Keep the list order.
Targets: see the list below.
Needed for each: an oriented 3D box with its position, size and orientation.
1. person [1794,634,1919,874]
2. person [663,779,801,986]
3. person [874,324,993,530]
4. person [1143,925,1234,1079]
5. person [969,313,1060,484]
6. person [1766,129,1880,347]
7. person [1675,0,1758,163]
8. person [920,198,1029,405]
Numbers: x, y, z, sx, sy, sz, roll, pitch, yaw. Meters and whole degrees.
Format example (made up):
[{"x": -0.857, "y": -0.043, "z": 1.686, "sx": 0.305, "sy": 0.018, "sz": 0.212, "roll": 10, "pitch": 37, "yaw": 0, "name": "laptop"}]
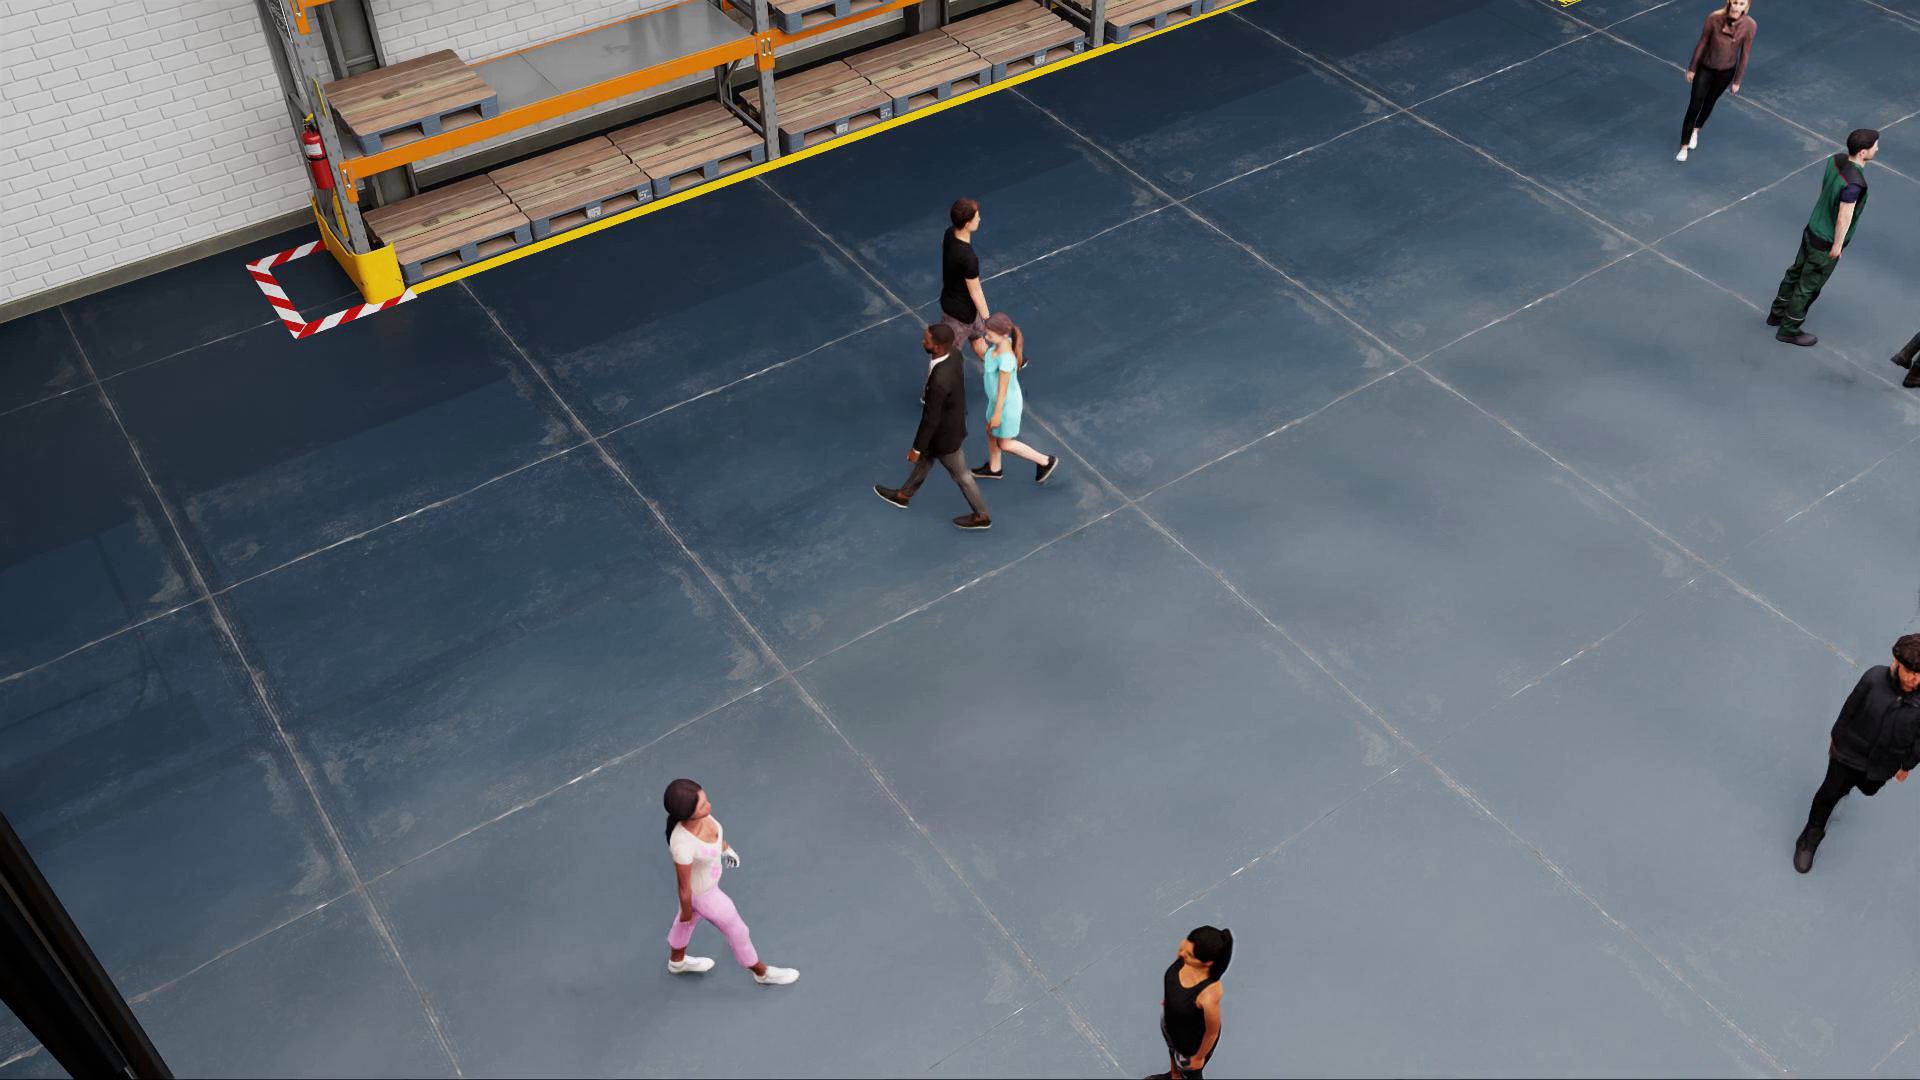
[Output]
[{"x": 5.361, "y": 1.160, "z": 9.753, "sx": 0.950, "sy": 1.752, "sz": 1.139, "roll": 18, "pitch": 46, "yaw": 18, "name": "person"}, {"x": -1.501, "y": 1.875, "z": 9.032, "sx": 1.071, "sy": 1.712, "sz": 0.886, "roll": -4, "pitch": 44, "yaw": -4, "name": "person"}, {"x": -0.011, "y": -0.749, "z": 11.752, "sx": 1.213, "sy": 1.759, "sz": 1.135, "roll": 6, "pitch": 44, "yaw": 6, "name": "person"}, {"x": 1.171, "y": 2.458, "z": 8.457, "sx": 0.603, "sy": 1.662, "sz": 0.642, "roll": -12, "pitch": 45, "yaw": -12, "name": "person"}, {"x": 0.389, "y": -1.013, "z": 12.186, "sx": 0.980, "sy": 1.544, "sz": 0.850, "roll": -1, "pitch": 44, "yaw": -1, "name": "person"}, {"x": 7.005, "y": -2.471, "z": 13.457, "sx": 0.792, "sy": 1.901, "sz": 0.756, "roll": 3, "pitch": 44, "yaw": 3, "name": "person"}, {"x": 7.130, "y": -4.443, "z": 15.692, "sx": 0.976, "sy": 1.674, "sz": 1.112, "roll": 14, "pitch": 45, "yaw": 14, "name": "person"}, {"x": -0.089, "y": -1.775, "z": 12.785, "sx": 1.247, "sy": 1.820, "sz": 0.958, "roll": -11, "pitch": 45, "yaw": -11, "name": "person"}]
